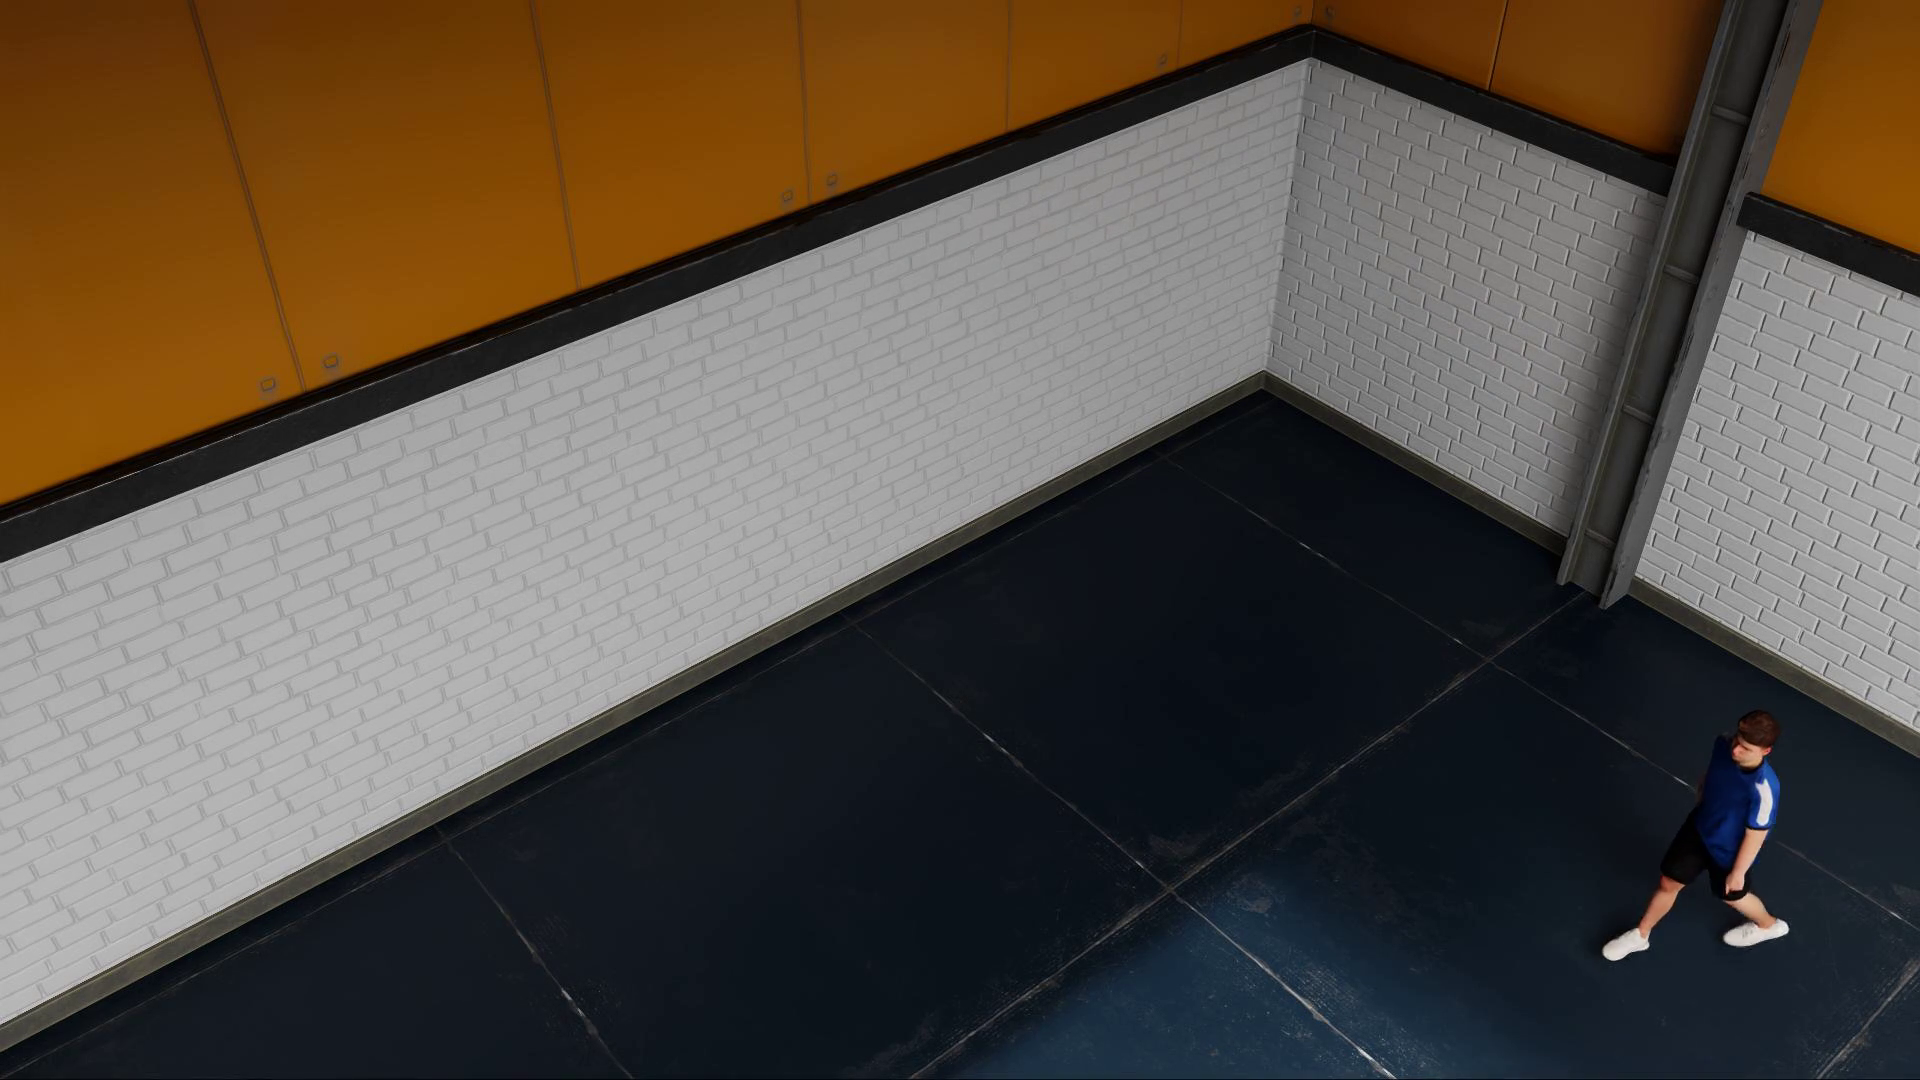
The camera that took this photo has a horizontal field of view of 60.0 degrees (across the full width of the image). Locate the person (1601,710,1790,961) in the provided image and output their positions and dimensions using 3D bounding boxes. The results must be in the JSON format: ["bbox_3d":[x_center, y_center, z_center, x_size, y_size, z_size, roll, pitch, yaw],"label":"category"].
[{"bbox_3d":[4.048,1.542,8.605,1.138,1.827,1.288,-7,39,-9],"label":"person"}]
